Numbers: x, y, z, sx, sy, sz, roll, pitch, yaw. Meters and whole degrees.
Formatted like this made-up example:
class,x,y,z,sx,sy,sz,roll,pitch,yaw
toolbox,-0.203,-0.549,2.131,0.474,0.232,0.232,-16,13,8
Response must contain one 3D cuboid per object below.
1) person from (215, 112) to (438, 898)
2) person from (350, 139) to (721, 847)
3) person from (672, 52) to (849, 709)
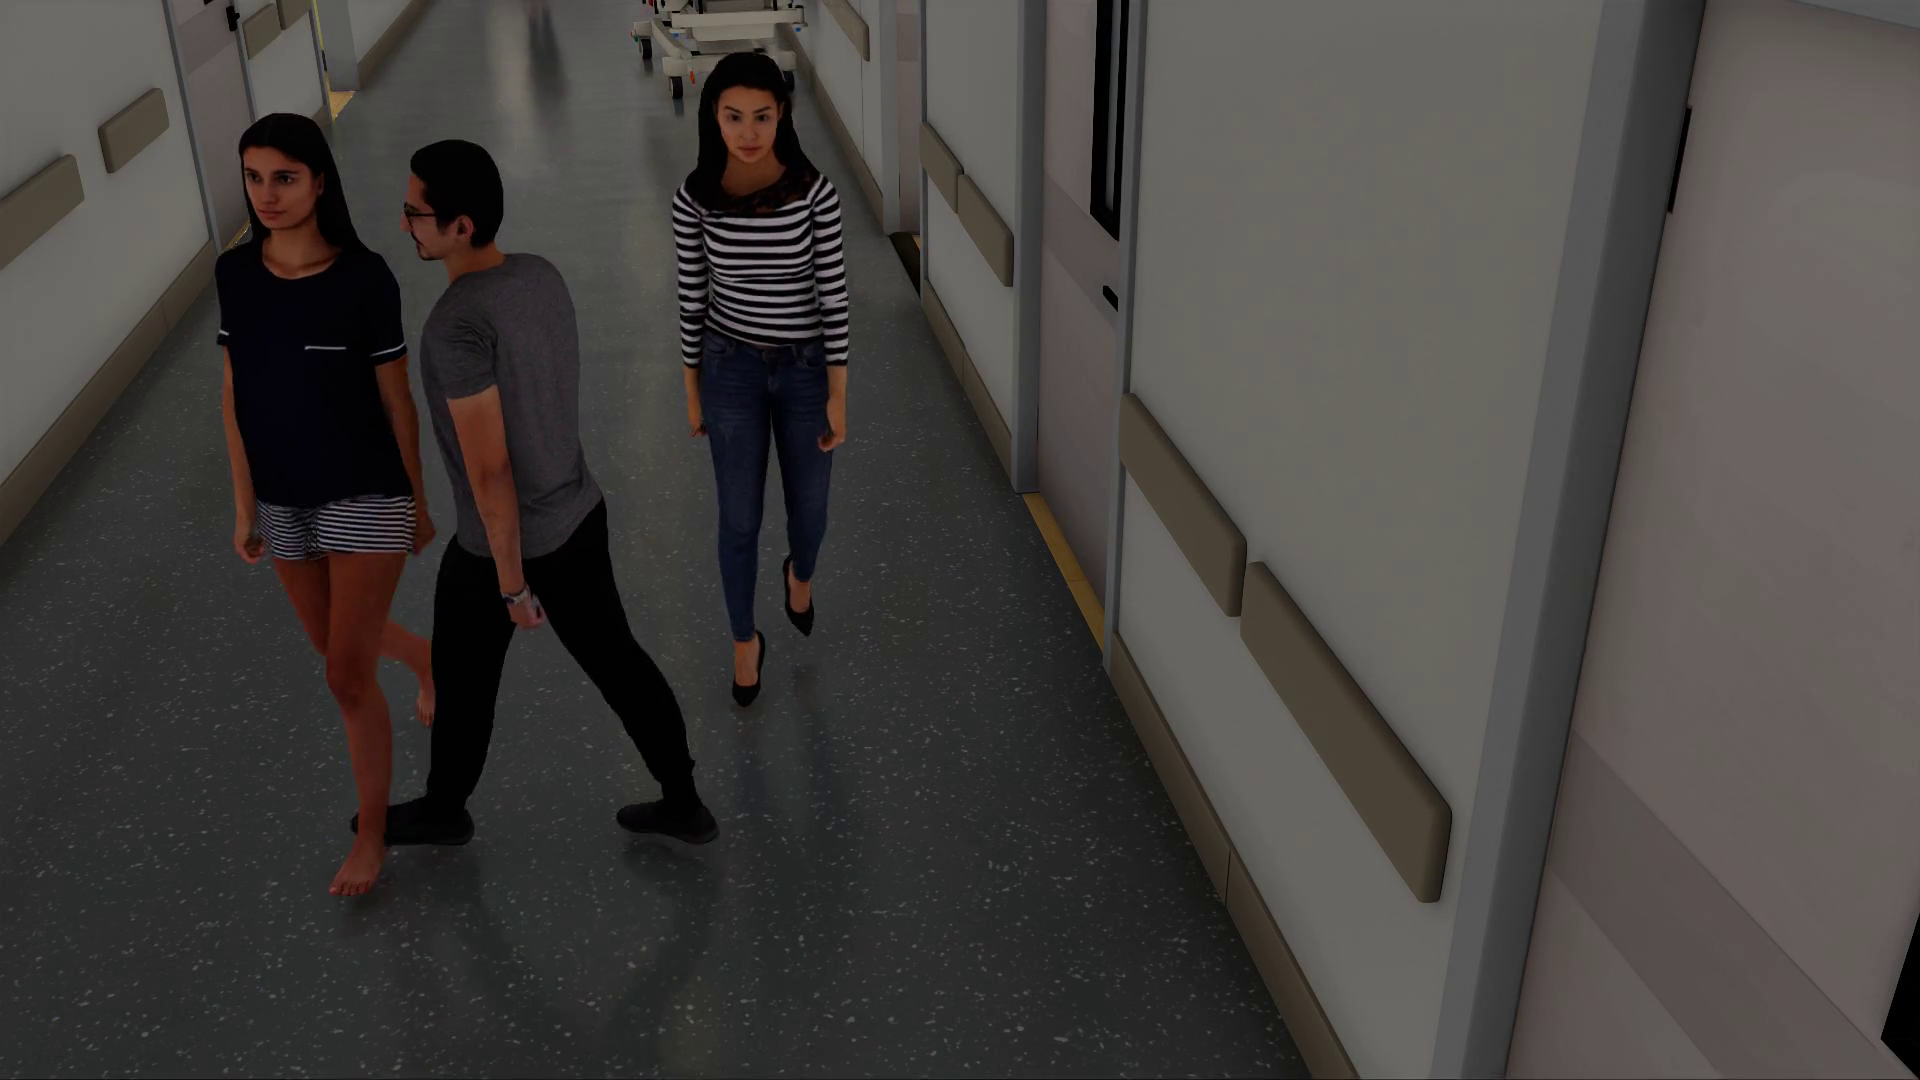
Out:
class,x,y,z,sx,sy,sz,roll,pitch,yaw
person,-1.422,-0.105,3.876,1.066,1.735,0.884,4,26,9
person,-0.882,-0.002,3.689,1.190,1.712,0.987,8,27,16
person,-0.492,-0.399,4.458,0.757,1.758,0.693,-3,26,-6
